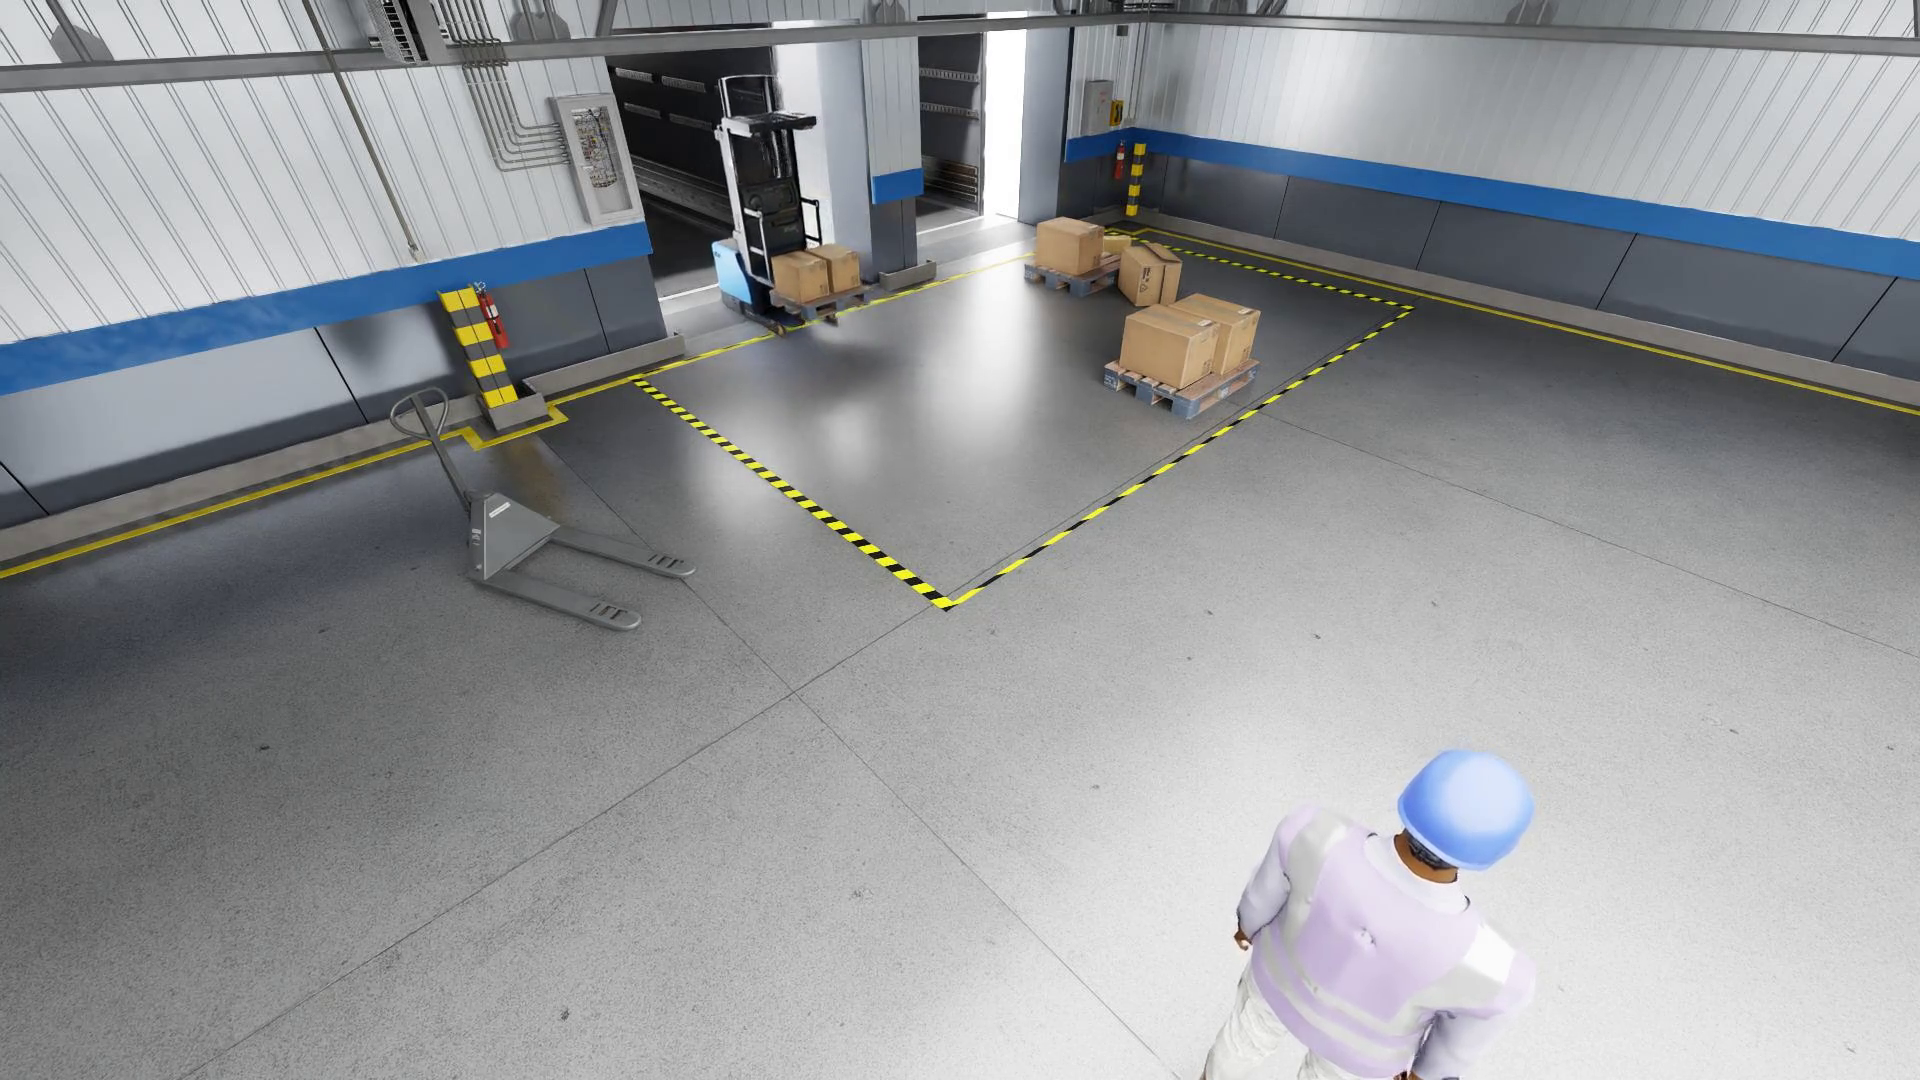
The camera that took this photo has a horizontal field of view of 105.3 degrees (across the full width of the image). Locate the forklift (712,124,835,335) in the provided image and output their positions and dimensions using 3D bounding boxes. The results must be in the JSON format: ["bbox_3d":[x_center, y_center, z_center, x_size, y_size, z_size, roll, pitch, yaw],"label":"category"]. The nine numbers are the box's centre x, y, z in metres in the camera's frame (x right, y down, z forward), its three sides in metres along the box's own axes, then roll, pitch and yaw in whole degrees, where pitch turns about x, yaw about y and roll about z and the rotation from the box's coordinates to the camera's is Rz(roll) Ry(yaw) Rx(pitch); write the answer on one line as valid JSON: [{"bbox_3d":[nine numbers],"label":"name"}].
[{"bbox_3d":[-2.338,-3.599,8.275,0.716,2.013,0.776,-31,47,-33],"label":"forklift"}]

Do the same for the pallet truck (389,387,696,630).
[{"bbox_3d":[-2.613,-0.247,4.593,1.601,1.201,0.680,14,40,17],"label":"pallet truck"}]

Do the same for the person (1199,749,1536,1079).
[{"bbox_3d":[1.061,1.258,2.070,0.405,1.945,0.610,-29,46,-32],"label":"person"}]
